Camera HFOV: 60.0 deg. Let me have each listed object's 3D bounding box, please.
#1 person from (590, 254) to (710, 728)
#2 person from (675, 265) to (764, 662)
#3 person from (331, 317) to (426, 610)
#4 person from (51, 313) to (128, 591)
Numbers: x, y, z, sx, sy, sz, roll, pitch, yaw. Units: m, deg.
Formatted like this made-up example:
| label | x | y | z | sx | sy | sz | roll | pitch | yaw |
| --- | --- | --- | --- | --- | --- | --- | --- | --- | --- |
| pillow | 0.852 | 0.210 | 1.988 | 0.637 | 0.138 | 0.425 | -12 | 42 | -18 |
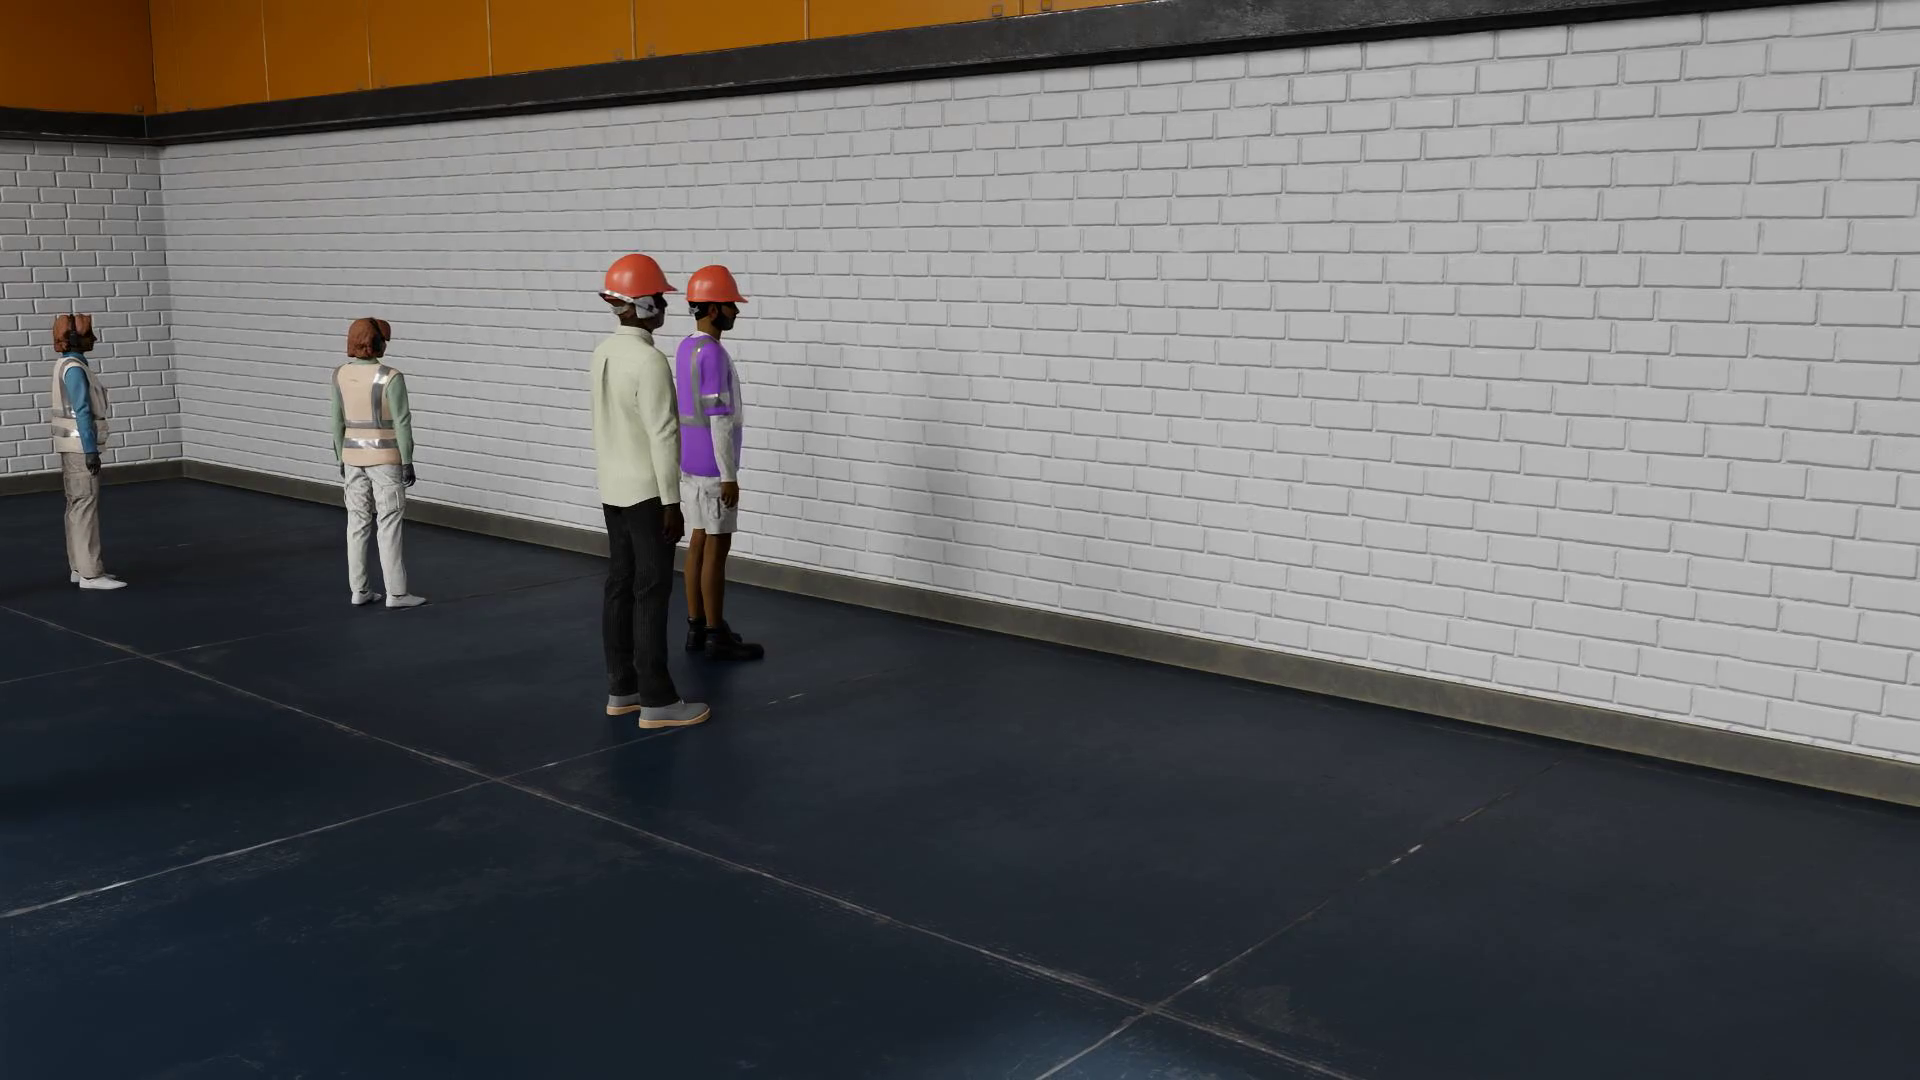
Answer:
| label | x | y | z | sx | sy | sz | roll | pitch | yaw |
| --- | --- | --- | --- | --- | --- | --- | --- | --- | --- |
| person | -1.347 | -0.203 | 7.061 | 0.375 | 1.997 | 0.612 | -8 | 13 | -38 |
| person | -1.205 | -0.373 | 8.200 | 0.358 | 1.938 | 0.542 | -5 | 11 | -26 |
| person | -3.284 | -0.424 | 9.335 | 0.524 | 1.639 | 0.306 | 4 | 11 | 22 |
| person | -5.213 | -0.521 | 9.885 | 0.310 | 1.642 | 0.514 | -7 | 12 | -35 |
